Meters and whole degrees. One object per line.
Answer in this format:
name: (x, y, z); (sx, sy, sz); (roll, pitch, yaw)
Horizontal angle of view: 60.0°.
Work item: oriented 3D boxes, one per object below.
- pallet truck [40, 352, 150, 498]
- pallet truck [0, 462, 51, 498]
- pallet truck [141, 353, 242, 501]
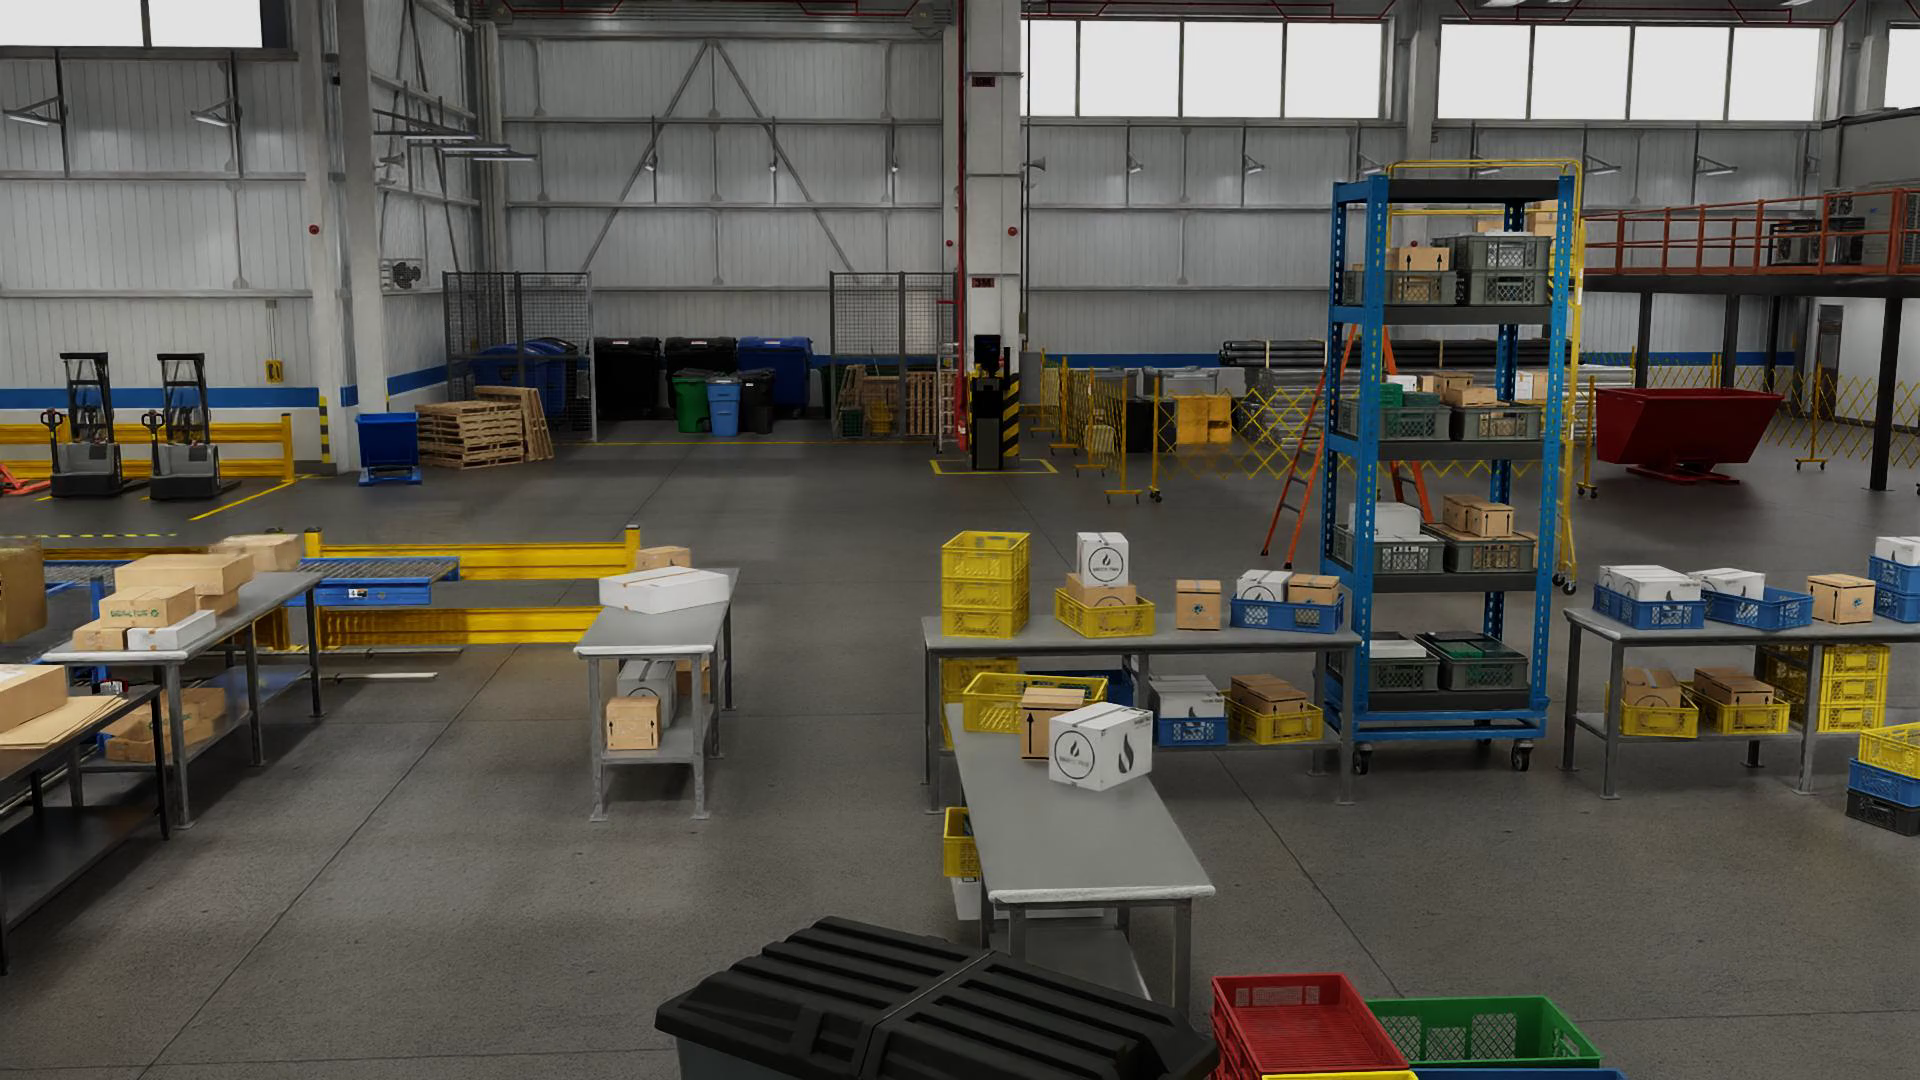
pallet truck: (-11.907, -1.642, 23.165); (0.823, 1.965, 1.885); (0, 9, 0)
pallet truck: (-13.193, -1.293, 23.148); (0.653, 1.274, 1.630); (-1, 9, -4)
pallet truck: (-10.520, -1.604, 22.925); (0.823, 1.965, 1.885); (-1, 9, -6)
